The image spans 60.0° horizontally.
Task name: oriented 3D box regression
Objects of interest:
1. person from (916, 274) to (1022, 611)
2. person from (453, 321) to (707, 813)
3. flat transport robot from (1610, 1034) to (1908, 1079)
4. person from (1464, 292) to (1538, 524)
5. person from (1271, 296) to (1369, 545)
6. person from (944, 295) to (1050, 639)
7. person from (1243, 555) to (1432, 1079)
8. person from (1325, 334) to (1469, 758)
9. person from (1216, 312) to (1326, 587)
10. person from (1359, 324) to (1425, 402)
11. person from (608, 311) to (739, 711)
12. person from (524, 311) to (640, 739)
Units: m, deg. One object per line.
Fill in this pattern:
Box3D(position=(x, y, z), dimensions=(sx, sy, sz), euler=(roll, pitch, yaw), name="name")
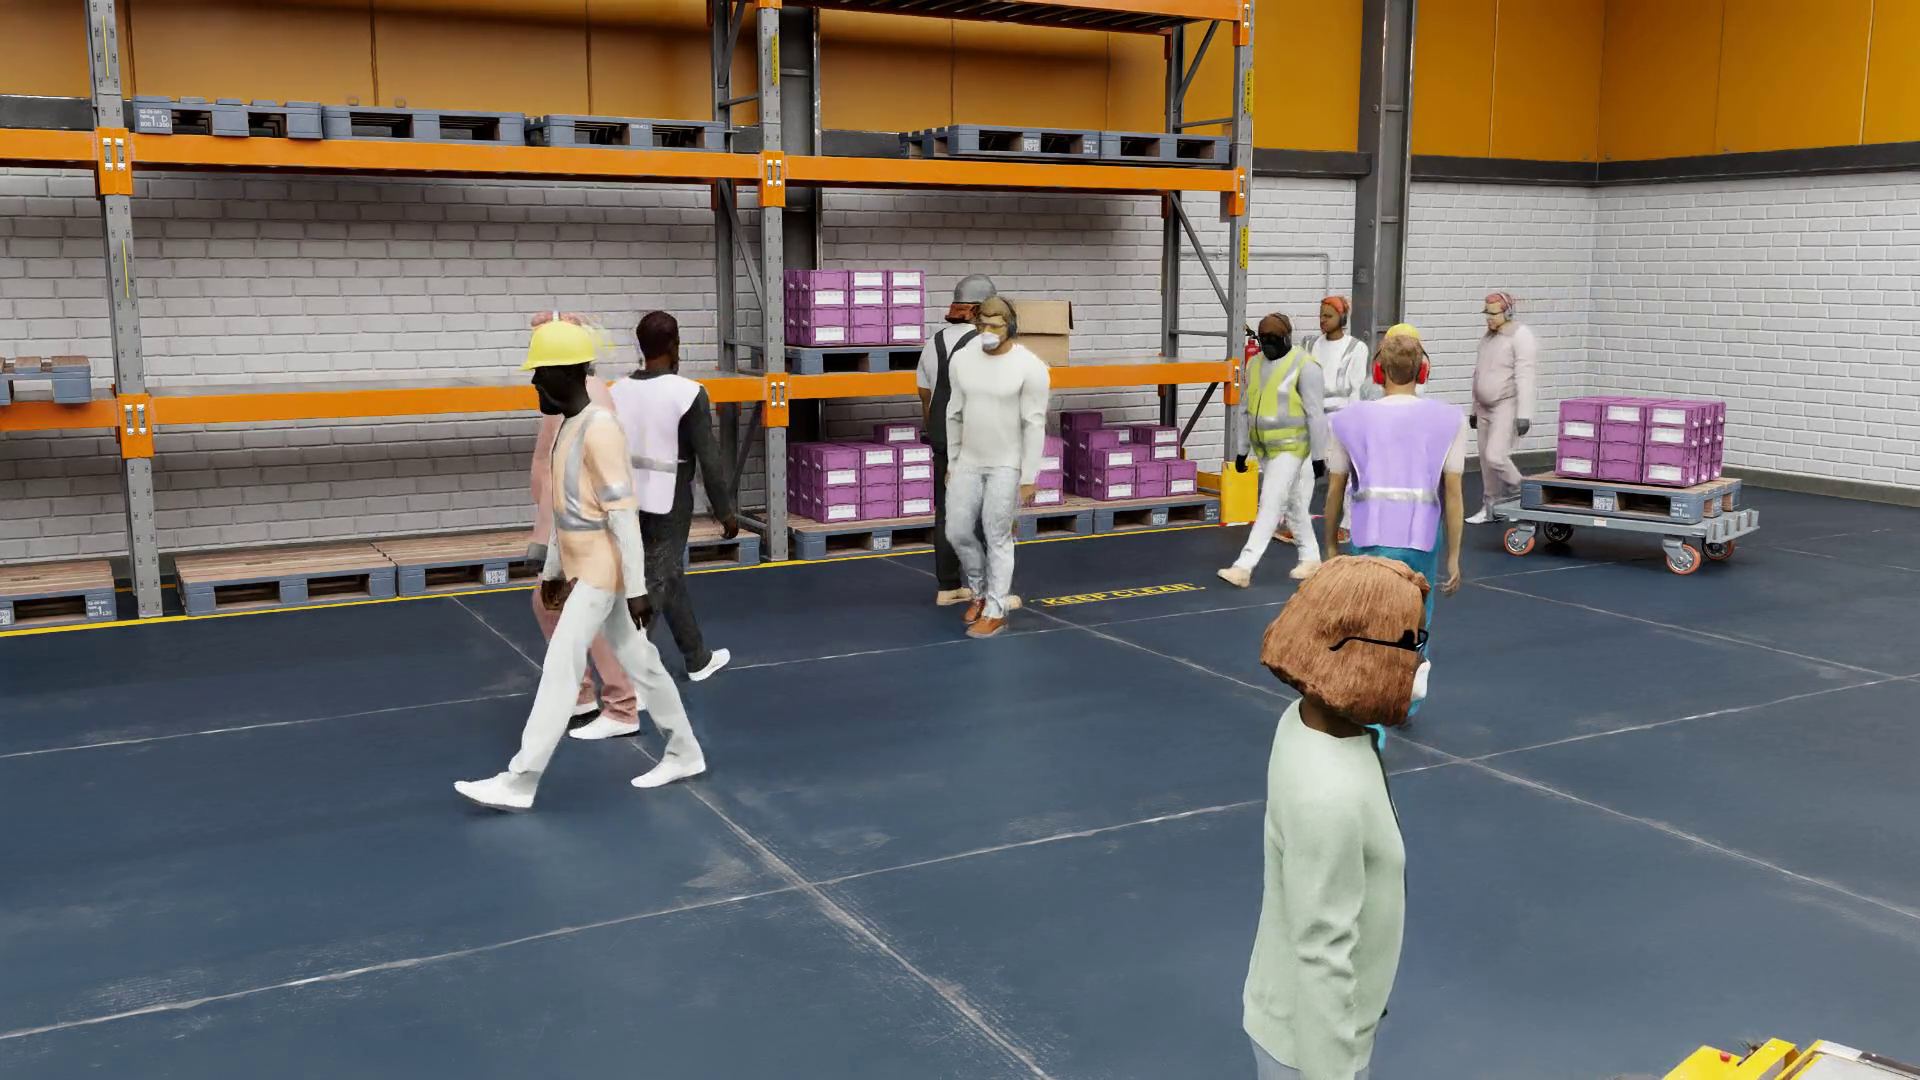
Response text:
Box3D(position=(0.095, -0.594, 10.097), dimensions=(0.681, 2.000, 0.536), euler=(9, 13, 44), name="person")
Box3D(position=(-1.449, 0.099, 6.403), dimensions=(1.014, 1.861, 0.602), euler=(-4, 10, -21), name="person")
Box3D(position=(2.145, 1.377, 3.464), dimensions=(0.652, 0.197, 1.431), euler=(-9, 13, -44), name="flat transport robot")
Box3D(position=(4.308, -1.027, 13.222), dimensions=(0.472, 1.878, 0.745), euler=(-3, 10, -16), name="person")
Box3D(position=(2.672, -0.858, 12.273), dimensions=(0.920, 1.845, 0.601), euler=(-7, 12, -38), name="person")
Box3D(position=(0.179, -0.389, 9.218), dimensions=(0.654, 1.916, 0.426), euler=(5, 11, 30), name="person")
Box3D(position=(0.598, 0.823, 2.720), dimensions=(0.272, 1.627, 0.495), euler=(2, 9, 10), name="person")
Box3D(position=(1.857, 0.019, 7.144), dimensions=(0.575, 1.784, 0.998), euler=(2, 10, 14), name="person")
Box3D(position=(2.077, -0.587, 10.856), dimensions=(0.959, 1.778, 0.638), euler=(-5, 11, -29), name="person")
Box3D(position=(2.622, -0.430, 10.028), dimensions=(0.308, 1.736, 0.484), euler=(-7, 12, -36), name="person")
Box3D(position=(-1.414, -0.153, 7.968), dimensions=(0.593, 1.865, 1.018), euler=(6, 11, 33), name="person")
Box3D(position=(-1.715, -0.051, 7.280), dimensions=(0.634, 1.883, 0.681), euler=(-2, 10, -13), name="person")
